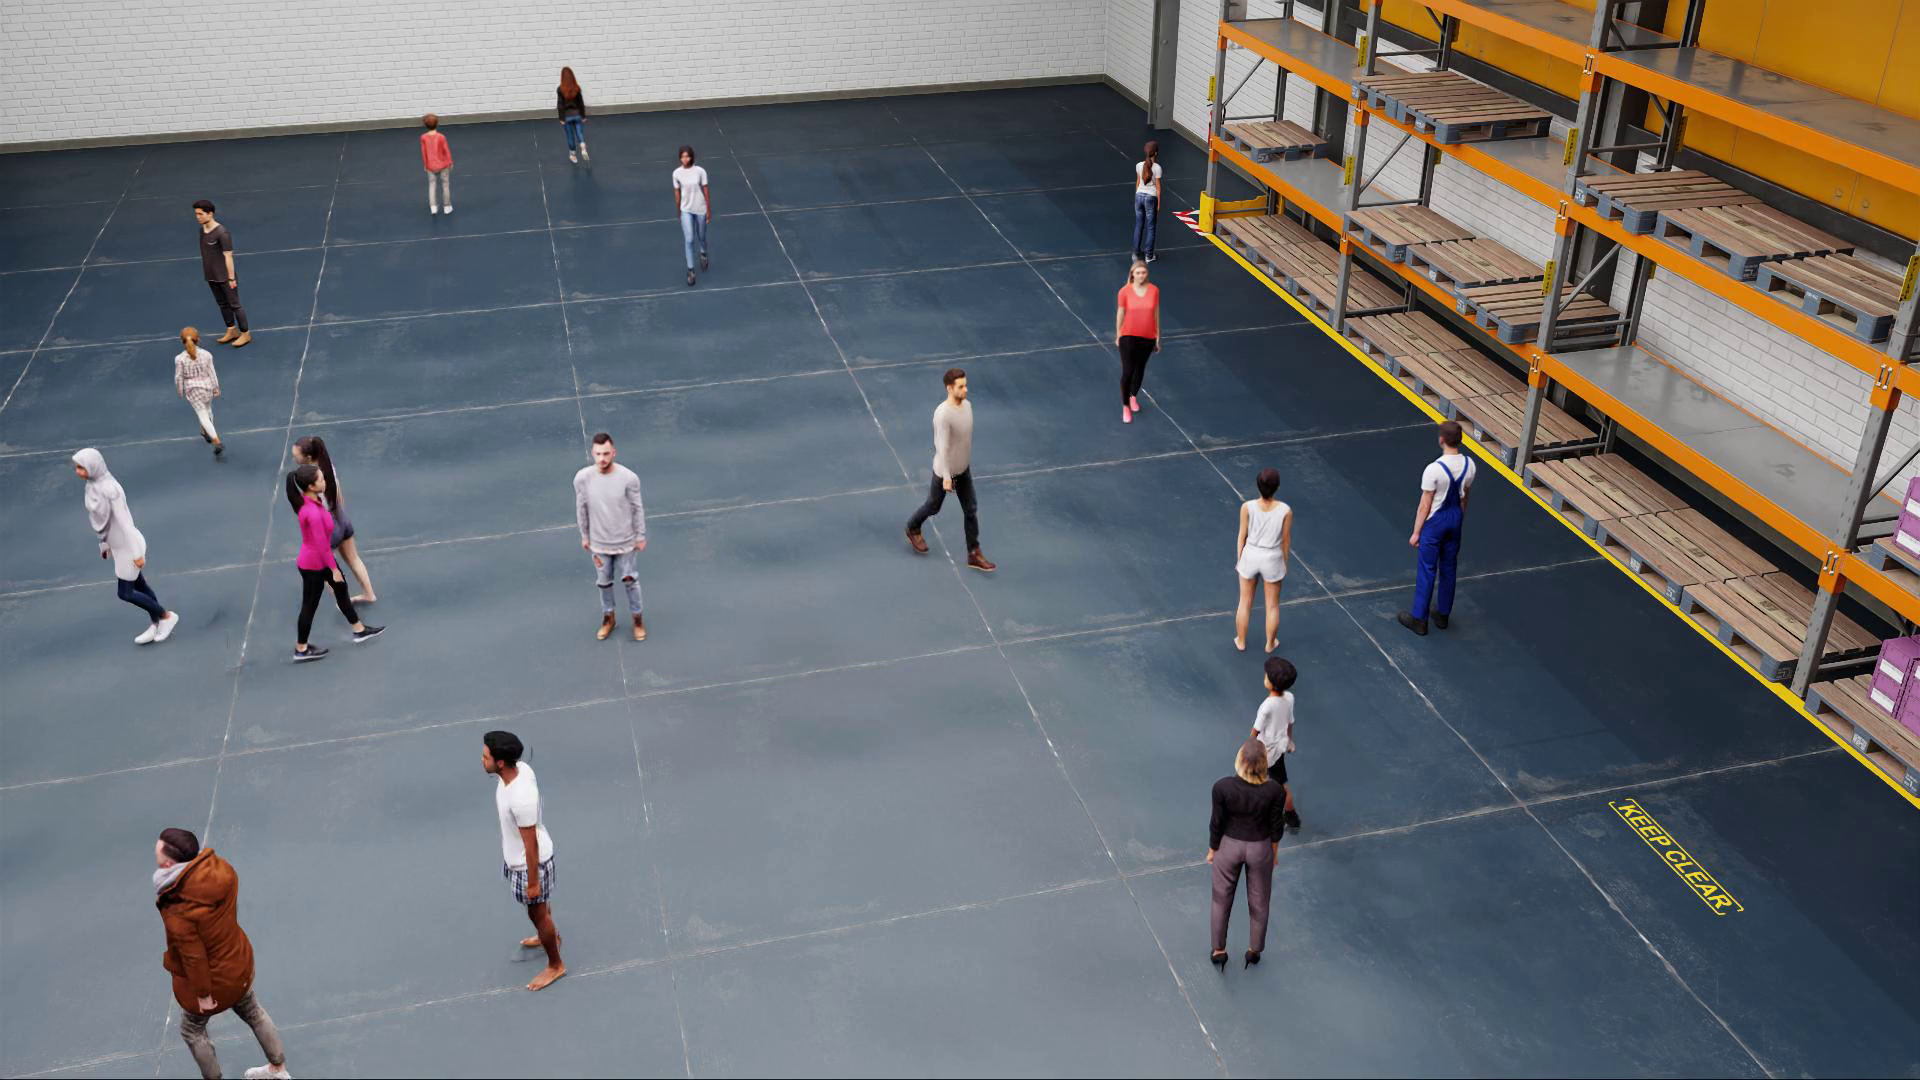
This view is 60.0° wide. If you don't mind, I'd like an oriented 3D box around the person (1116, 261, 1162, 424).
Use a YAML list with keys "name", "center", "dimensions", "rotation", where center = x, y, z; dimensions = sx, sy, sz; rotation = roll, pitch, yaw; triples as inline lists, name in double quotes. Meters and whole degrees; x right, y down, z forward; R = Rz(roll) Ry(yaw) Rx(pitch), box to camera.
- name: "person"
  center: [1.828, -2.120, 17.321]
  dimensions: [0.625, 1.673, 0.849]
  rotation: [-5, 29, -10]

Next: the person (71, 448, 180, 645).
- name: "person"
  center: [-6.581, 0.035, 13.281]
  dimensions: [0.748, 1.760, 0.823]
  rotation: [25, 37, 38]

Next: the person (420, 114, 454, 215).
- name: "person"
  center: [-7.346, -5.268, 23.365]
  dimensions: [0.593, 1.414, 0.600]
  rotation: [-1, 29, -2]

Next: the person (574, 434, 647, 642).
- name: "person"
  center: [-2.787, -0.033, 13.329]
  dimensions: [0.746, 1.834, 0.665]
  rotation: [1, 29, 2]

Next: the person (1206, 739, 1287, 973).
- name: "person"
  center: [1.696, 1.900, 9.954]
  dimensions: [0.667, 1.671, 0.649]
  rotation: [3, 29, 6]

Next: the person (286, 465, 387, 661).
- name: "person"
  center: [-5.147, 0.203, 13.072]
  dimensions: [0.750, 1.664, 0.933]
  rotation: [-13, 31, -22]

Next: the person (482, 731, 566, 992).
- name: "person"
  center: [-2.576, 1.890, 9.921]
  dimensions: [0.753, 1.721, 0.523]
  rotation: [-16, 32, -27]

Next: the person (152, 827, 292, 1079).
- name: "person"
  center: [-3.946, 2.334, 9.011]
  dimensions: [0.932, 1.814, 0.886]
  rotation: [3, 29, 6]

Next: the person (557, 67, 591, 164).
- name: "person"
  center: [-5.955, -6.521, 25.598]
  dimensions: [0.647, 1.473, 0.776]
  rotation: [-14, 32, -24]

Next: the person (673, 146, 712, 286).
- name: "person"
  center: [-3.344, -4.141, 21.017]
  dimensions: [0.709, 1.682, 1.164]
  rotation: [-3, 29, -6]

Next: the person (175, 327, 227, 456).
- name: "person"
  center: [-7.531, -1.459, 16.521]
  dimensions: [0.804, 1.279, 1.029]
  rotation: [-24, 37, -37]

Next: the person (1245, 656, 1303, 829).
- name: "person"
  center: [2.178, 1.401, 11.322]
  dimensions: [0.931, 1.238, 0.758]
  rotation: [25, 37, 37]

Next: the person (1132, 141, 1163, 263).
- name: "person"
  center: [2.434, -4.424, 21.662]
  dimensions: [0.615, 1.561, 0.681]
  rotation: [17, 33, 29]

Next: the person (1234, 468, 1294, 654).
- name: "person"
  center: [2.397, 0.163, 13.204]
  dimensions: [0.645, 1.608, 0.657]
  rotation: [6, 29, 11]

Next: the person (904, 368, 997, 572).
- name: "person"
  center: [-0.154, -0.620, 14.404]
  dimensions: [1.270, 1.834, 1.117]
  rotation: [21, 35, 33]

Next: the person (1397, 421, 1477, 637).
- name: "person"
  center: [3.884, -0.105, 13.444]
  dimensions: [0.634, 1.850, 0.578]
  rotation: [-9, 30, -17]

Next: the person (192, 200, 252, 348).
- name: "person"
  center: [-8.449, -3.071, 19.025]
  dimensions: [0.679, 1.711, 0.751]
  rotation: [18, 33, 29]

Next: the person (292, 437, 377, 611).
- name: "person"
  center: [-5.124, -0.088, 13.649]
  dimensions: [0.757, 1.623, 0.645]
  rotation: [10, 30, 17]
